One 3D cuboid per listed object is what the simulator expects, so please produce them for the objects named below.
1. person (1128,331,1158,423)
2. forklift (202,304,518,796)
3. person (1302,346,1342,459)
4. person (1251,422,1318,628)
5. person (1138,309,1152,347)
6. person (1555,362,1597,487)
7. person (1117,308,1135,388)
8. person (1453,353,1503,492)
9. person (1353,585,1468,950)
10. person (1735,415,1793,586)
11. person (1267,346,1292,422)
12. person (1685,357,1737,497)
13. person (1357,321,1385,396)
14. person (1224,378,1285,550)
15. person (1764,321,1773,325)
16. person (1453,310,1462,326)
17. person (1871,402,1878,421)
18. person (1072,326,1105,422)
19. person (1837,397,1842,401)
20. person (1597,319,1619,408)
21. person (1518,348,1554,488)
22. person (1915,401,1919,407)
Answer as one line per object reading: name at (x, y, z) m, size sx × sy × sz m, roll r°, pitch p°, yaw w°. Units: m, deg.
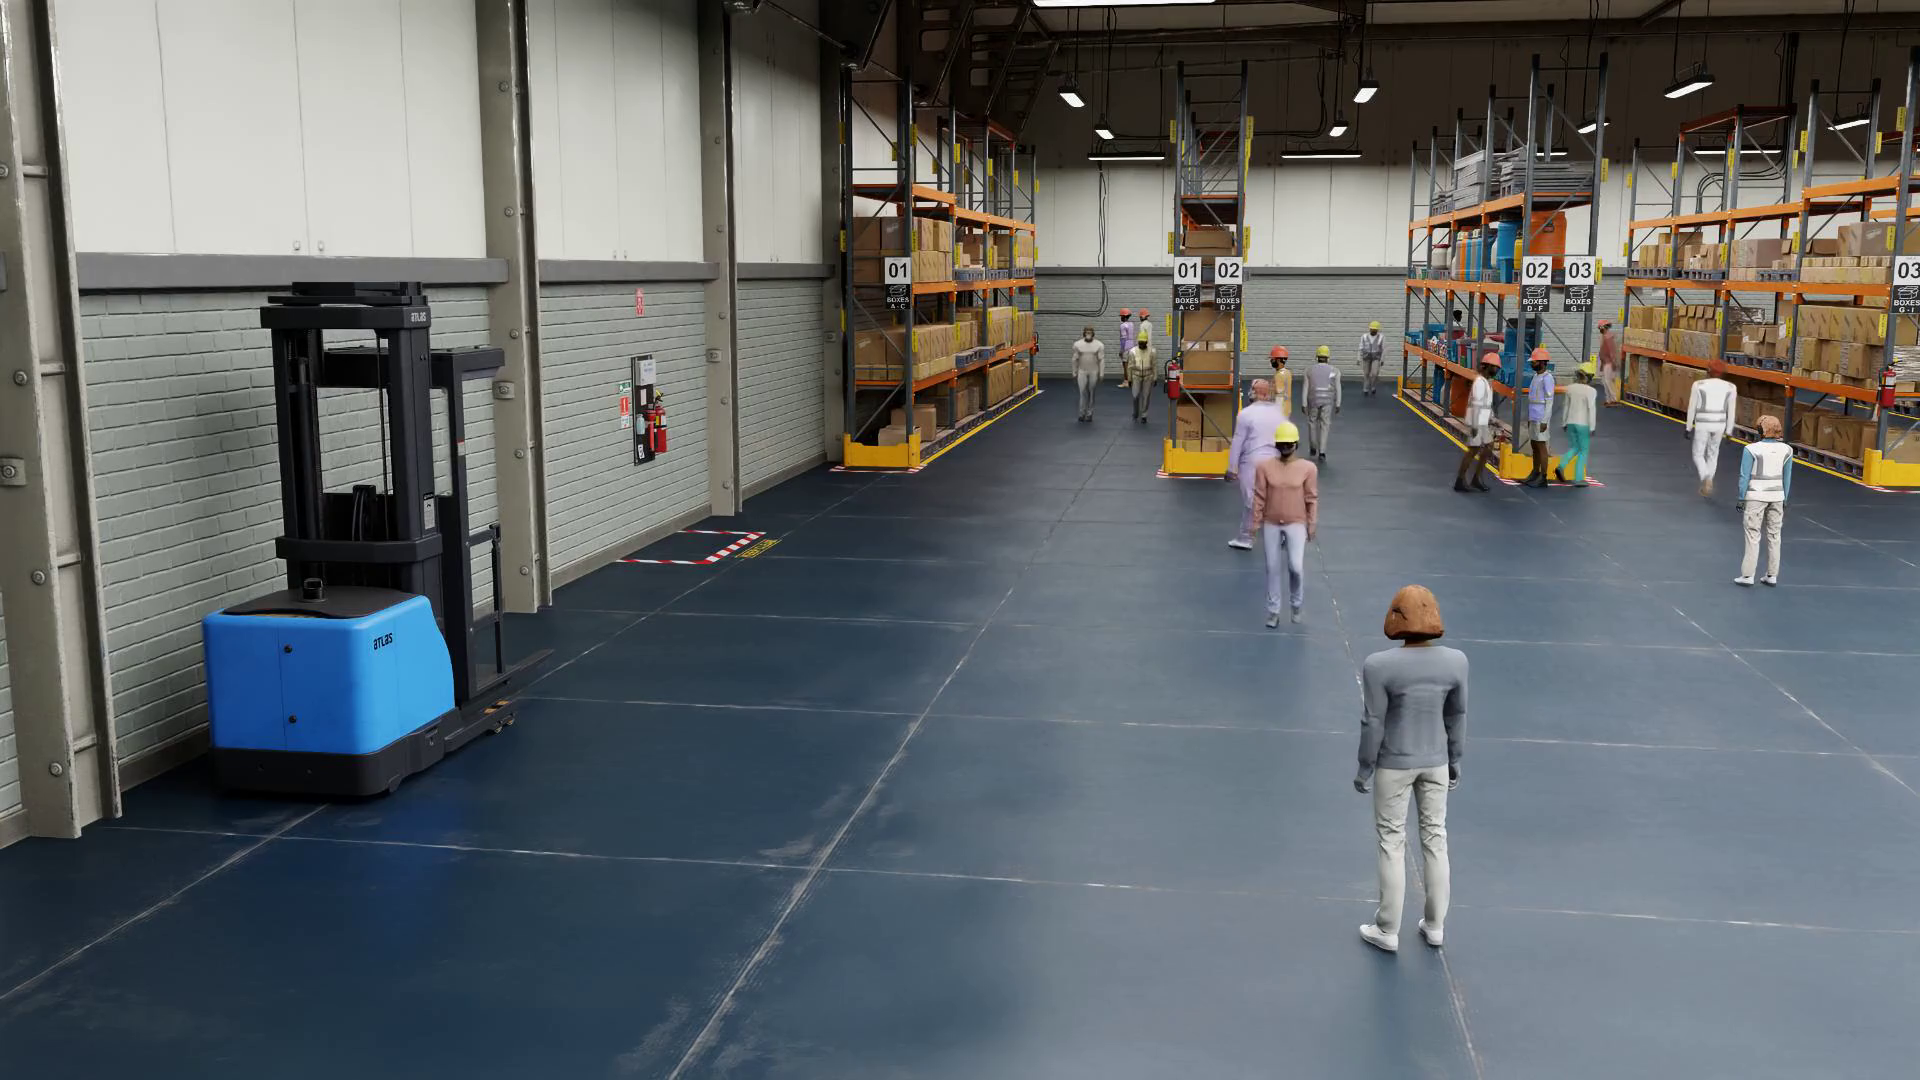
person at (3.622, -3.225, 32.962) m, size 0.595 × 1.814 × 0.433 m, roll 1°, pitch 9°, yaw 6°
forklift at (-3.673, -0.038, 10.147) m, size 1.129 × 2.768 × 1.873 m, roll 1°, pitch 9°, yaw 9°
person at (5.840, -2.225, 26.847) m, size 0.618 × 1.789 × 0.886 m, roll 2°, pitch 9°, yaw 14°
person at (2.731, -0.124, 14.033) m, size 0.533 × 1.755 × 0.389 m, roll 3°, pitch 10°, yaw 20°
person at (4.887, -5.132, 44.162) m, size 0.401 × 1.990 × 0.622 m, roll 5°, pitch 10°, yaw 27°
person at (8.614, -1.607, 23.163) m, size 0.464 × 1.746 × 0.551 m, roll -4°, pitch 10°, yaw -26°
person at (4.247, -4.928, 42.748) m, size 0.389 × 2.045 × 0.606 m, roll 6°, pitch 11°, yaw 31°
person at (7.125, -1.614, 22.806) m, size 0.574 × 1.885 × 0.581 m, roll 5°, pitch 10°, yaw 28°
person at (2.001, 1.009, 7.396) m, size 0.509 × 1.631 × 0.268 m, roll -2°, pitch 9°, yaw -12°
person at (7.697, -0.373, 15.924) m, size 0.512 × 1.634 × 0.313 m, roll -1°, pitch 9°, yaw -8°
person at (4.569, -1.818, 23.892) m, size 0.360 × 1.939 × 0.543 m, roll 4°, pitch 10°, yaw 22°
person at (9.951, -1.478, 22.016) m, size 0.591 × 1.871 × 0.736 m, roll 1°, pitch 9°, yaw 8°
person at (9.836, -4.340, 39.835) m, size 0.623 × 1.801 × 0.627 m, roll 4°, pitch 10°, yaw 21°
person at (3.186, -0.780, 17.707) m, size 0.644 × 1.875 × 0.908 m, roll -7°, pitch 12°, yaw -38°
person at (17.265, -3.723, 35.643) m, size 0.629 × 1.940 × 0.372 m, roll 6°, pitch 11°, yaw 31°
person at (13.281, -5.185, 44.572) m, size 0.368 × 1.966 × 0.603 m, roll -4°, pitch 10°, yaw -21°
person at (17.559, -2.924, 31.762) m, size 0.798 × 1.597 × 0.521 m, roll -8°, pitch 12°, yaw -41°
person at (2.544, -3.276, 32.998) m, size 0.661 × 1.897 × 0.958 m, roll 1°, pitch 9°, yaw 6°
person at (20.660, -4.149, 38.605) m, size 0.462 × 1.828 × 0.649 m, roll 2°, pitch 9°, yaw 11°
person at (14.275, -3.893, 36.667) m, size 0.520 × 1.944 × 0.687 m, roll 2°, pitch 9°, yaw 13°
person at (8.066, -1.711, 23.236) m, size 0.357 × 1.936 × 0.551 m, roll 0°, pitch 9°, yaw -2°
person at (16.071, -2.369, 27.381) m, size 0.622 × 1.906 × 0.442 m, roll 4°, pitch 10°, yaw 21°
